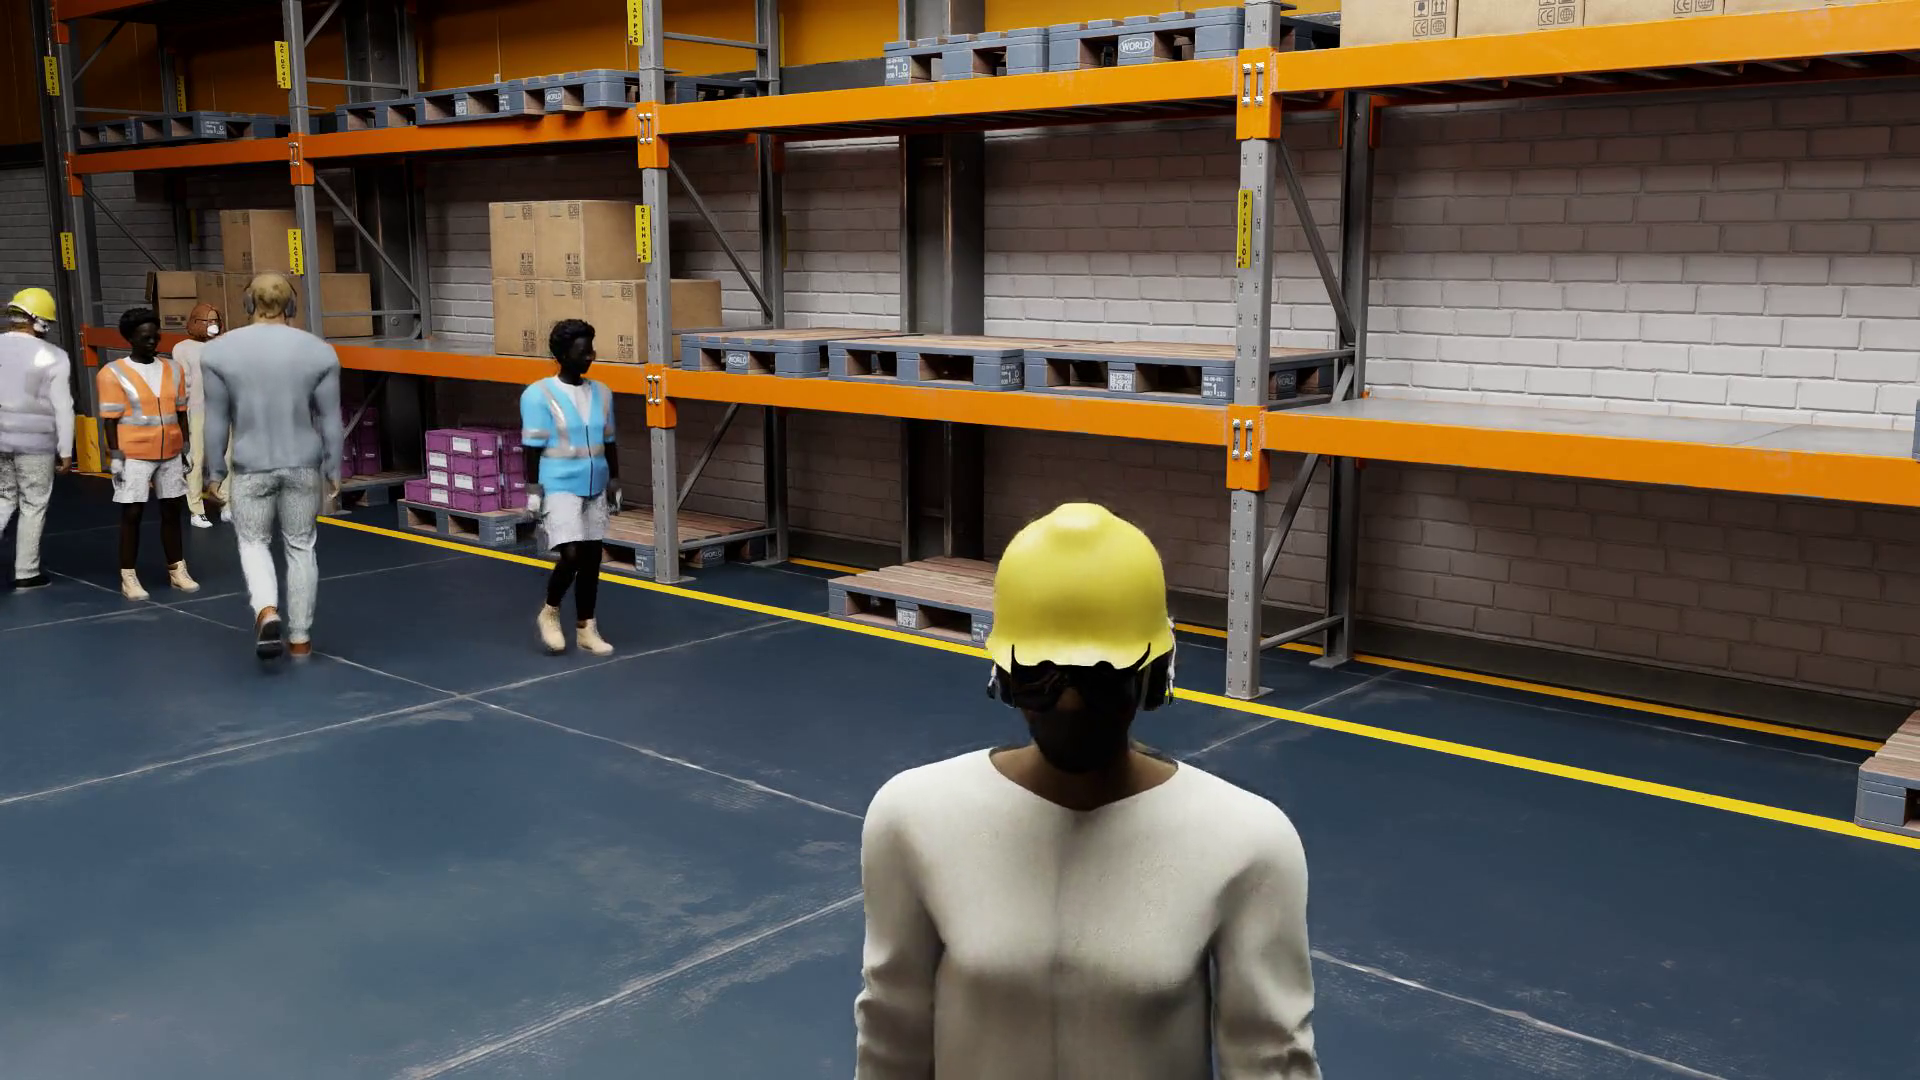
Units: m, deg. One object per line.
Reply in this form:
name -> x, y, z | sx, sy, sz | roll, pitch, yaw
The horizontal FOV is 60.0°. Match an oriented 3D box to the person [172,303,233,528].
person -> -5.476, -0.908, 12.137 | 0.277, 1.629, 0.496 | 7, 12, 33

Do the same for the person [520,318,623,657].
person -> -1.881, -0.244, 8.163 | 0.367, 1.684, 0.550 | 8, 13, 37

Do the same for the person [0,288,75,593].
person -> -5.473, -0.562, 9.696 | 0.633, 1.792, 0.569 | 0, 10, 1

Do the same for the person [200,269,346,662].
person -> -3.279, -0.333, 8.010 | 0.640, 1.922, 0.531 | -4, 11, -24

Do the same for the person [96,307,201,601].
person -> -4.691, -0.495, 9.612 | 0.320, 1.687, 0.533 | 6, 12, 32

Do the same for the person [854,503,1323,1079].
person -> 0.126, 0.832, 1.881 | 0.553, 1.733, 0.786 | 1, 10, 7
